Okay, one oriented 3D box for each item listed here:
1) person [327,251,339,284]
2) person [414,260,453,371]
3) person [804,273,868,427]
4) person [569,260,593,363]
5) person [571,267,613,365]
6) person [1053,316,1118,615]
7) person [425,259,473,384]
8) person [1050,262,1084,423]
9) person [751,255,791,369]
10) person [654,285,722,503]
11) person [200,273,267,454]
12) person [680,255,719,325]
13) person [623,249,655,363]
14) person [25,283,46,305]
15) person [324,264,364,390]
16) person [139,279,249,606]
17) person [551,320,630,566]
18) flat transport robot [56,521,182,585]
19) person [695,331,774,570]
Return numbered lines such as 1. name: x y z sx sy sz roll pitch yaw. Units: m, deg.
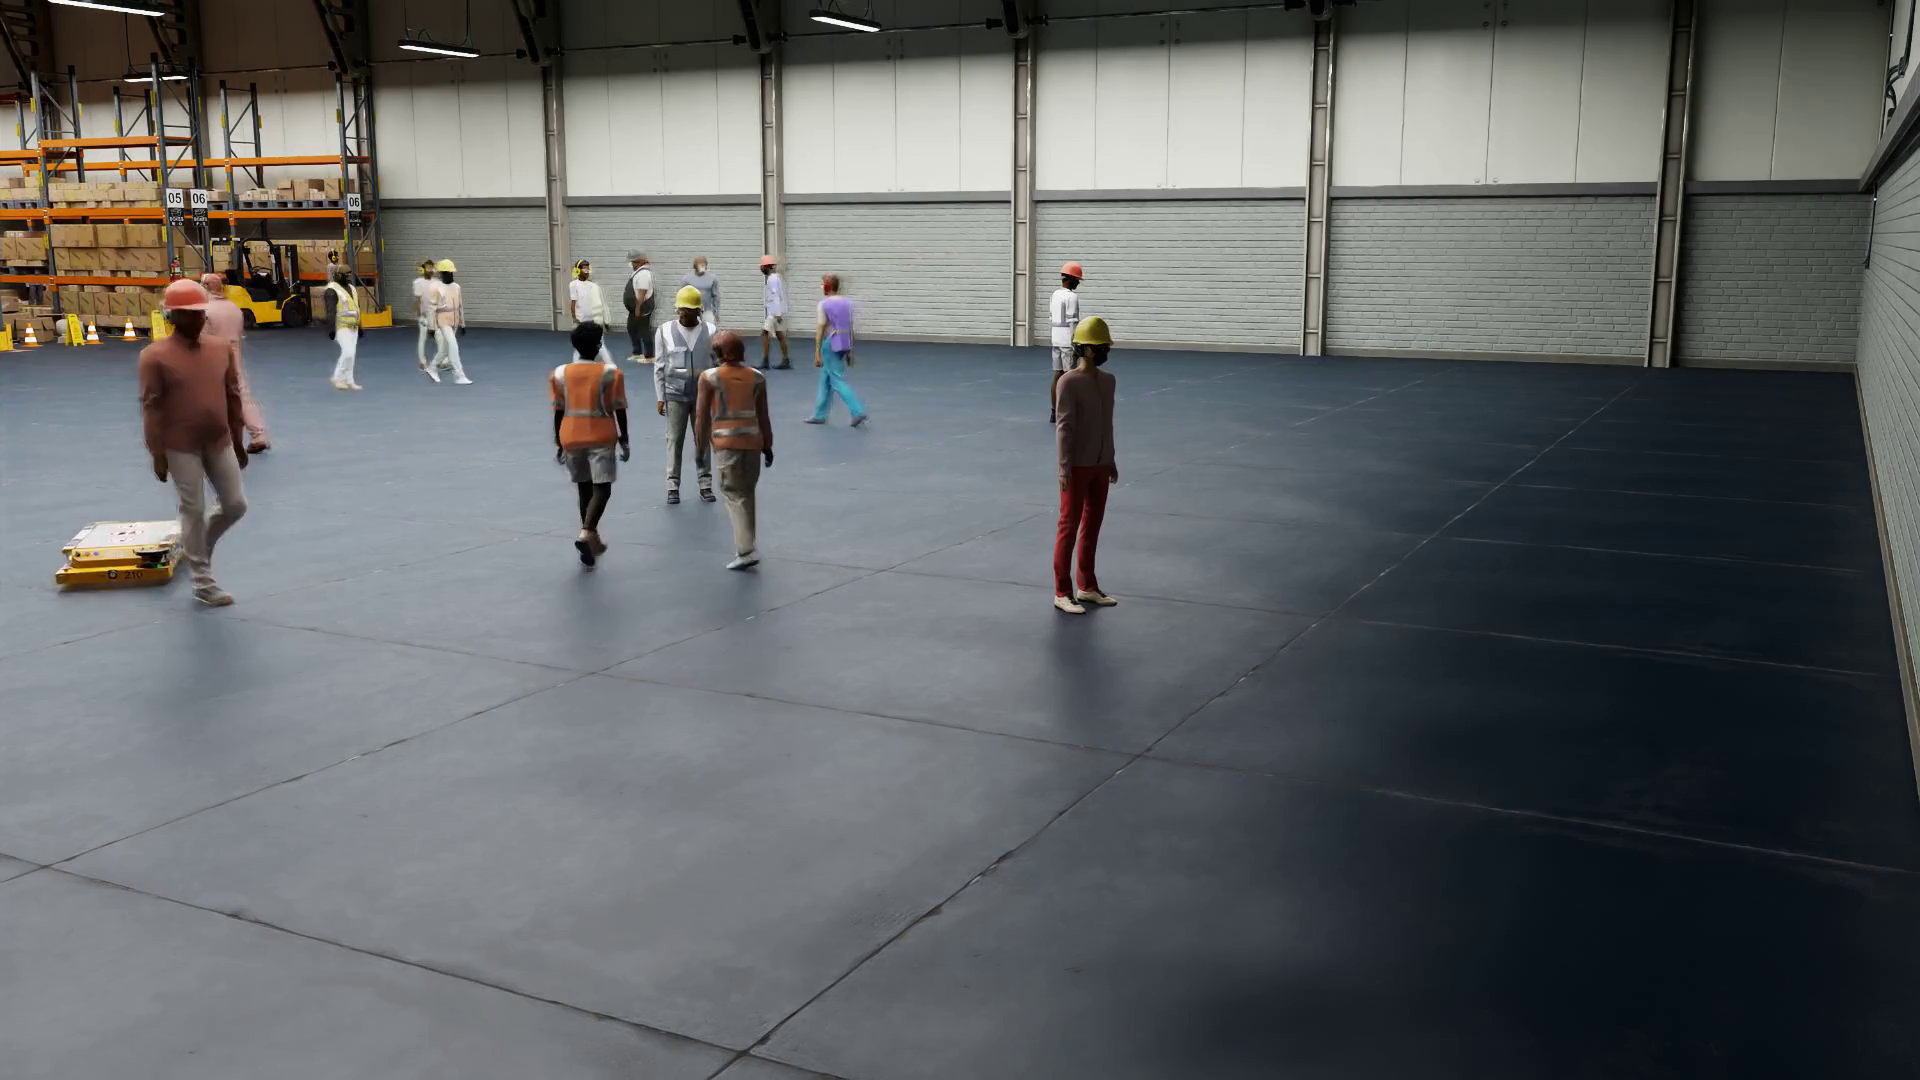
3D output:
1. person: -14.873 -5.942 39.610 0.329 1.872 0.508 -8 13 -37
2. person: -8.724 -3.692 27.458 0.927 1.831 0.508 10 14 44
3. person: -1.461 -2.233 19.561 0.920 1.808 0.580 6 12 28
4. person: -5.729 -3.325 25.354 0.314 1.866 0.537 4 11 21
5. person: -5.901 -3.496 26.626 1.002 1.755 0.596 5 12 26
6. person: 0.774 -0.448 9.937 0.324 1.767 0.533 9 14 41
7. person: -7.817 -3.309 25.225 0.961 1.890 0.595 5 11 25
8. person: 1.291 -2.340 19.817 0.383 1.924 0.552 -5 11 -24
9. person: -3.206 -3.795 27.790 0.790 1.903 0.579 -1 10 -3
10. person: -2.269 -1.218 13.981 0.586 1.824 0.404 -3 11 -17
11. person: -7.588 -1.799 17.079 1.004 1.861 0.662 4 11 20
12. person: -4.315 -3.753 27.520 0.663 1.919 0.409 -3 11 -18
13. person: -5.638 -4.086 29.025 0.653 2.000 0.703 -3 11 -16
14. person: -24.768 -6.871 44.563 0.402 1.918 0.580 5 11 24
15. person: -8.875 -3.061 24.038 0.445 1.829 0.627 2 11 11
16. person: -4.656 -0.588 10.108 0.511 1.981 0.642 7 13 34
17. person: -2.555 -0.667 11.400 0.537 1.669 0.786 1 10 7
18. flat transport robot: -5.630 0.057 11.259 0.652 0.197 1.431 -3 11 -18
19. person: -1.498 -0.607 11.313 0.540 1.613 0.697 -7 12 -32
